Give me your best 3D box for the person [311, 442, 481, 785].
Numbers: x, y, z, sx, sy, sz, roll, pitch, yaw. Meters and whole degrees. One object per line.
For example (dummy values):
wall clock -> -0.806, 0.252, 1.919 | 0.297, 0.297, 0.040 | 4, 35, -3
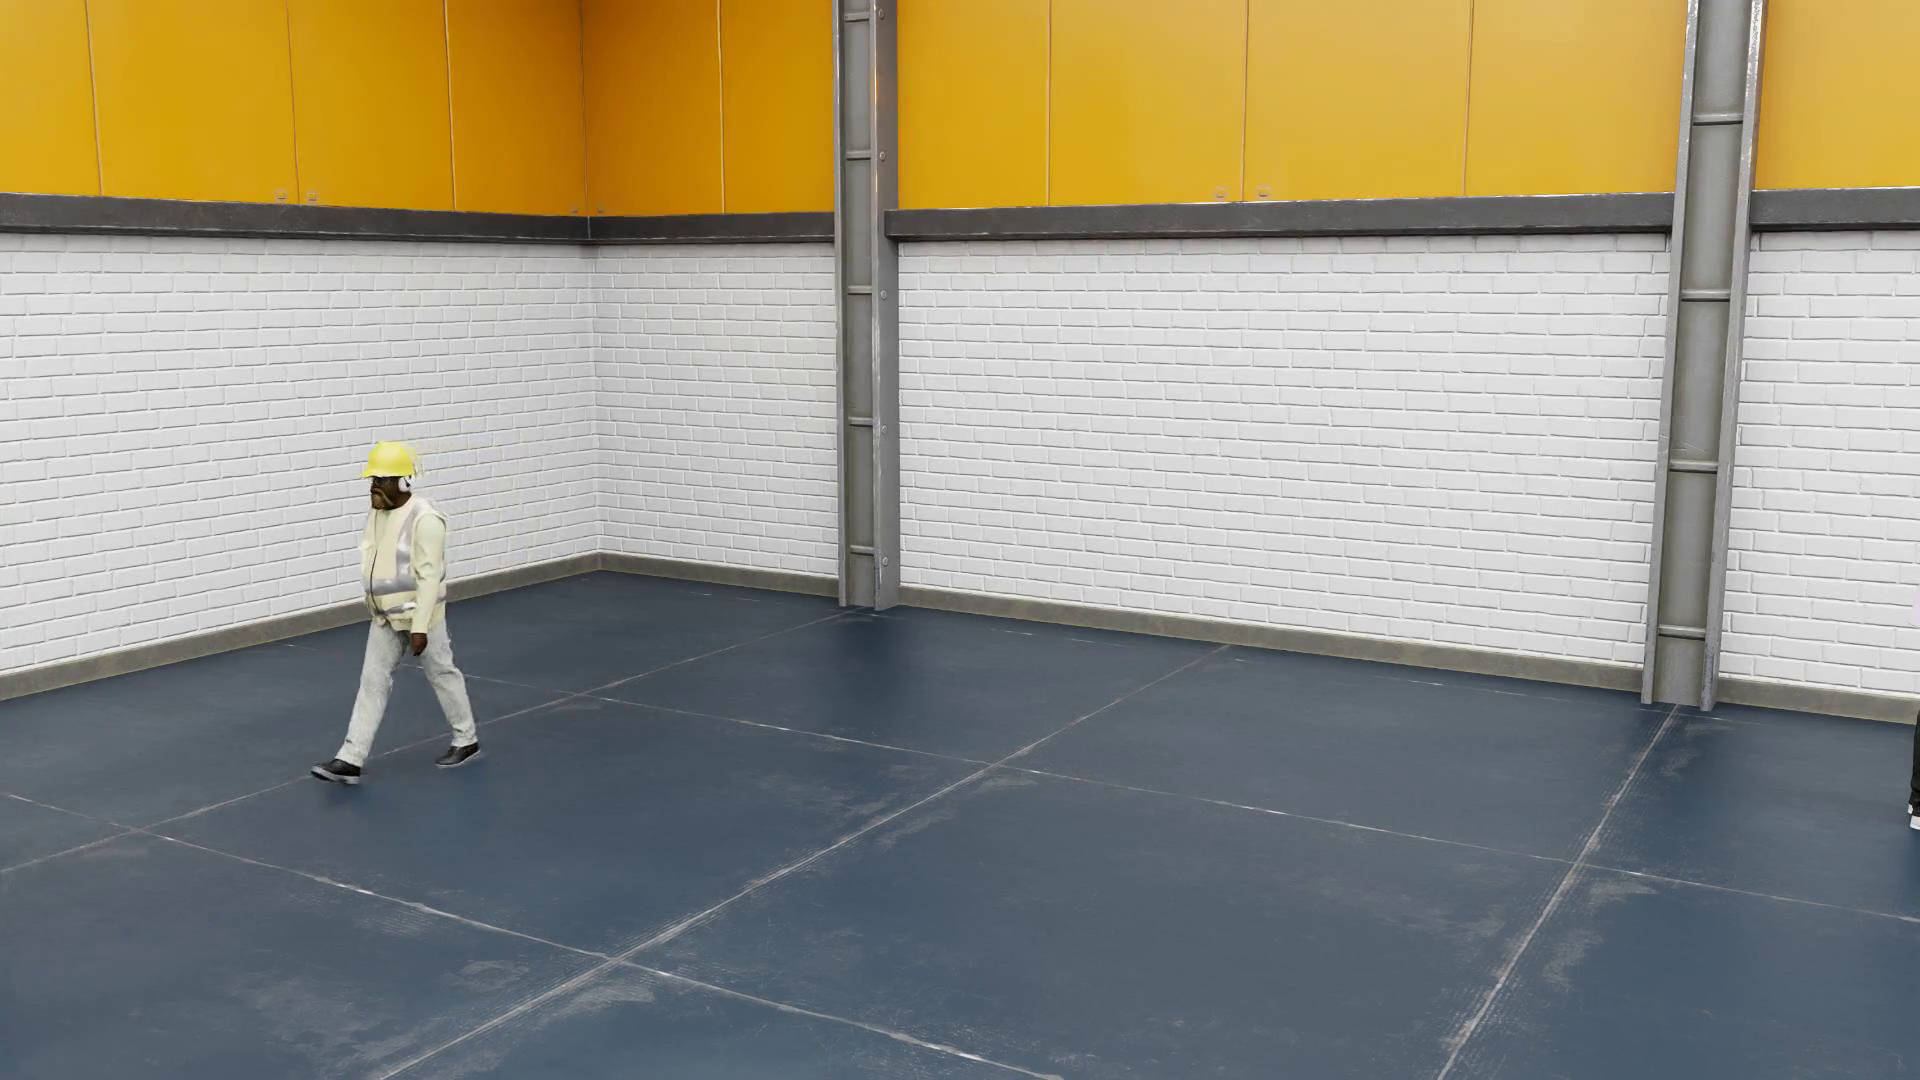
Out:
person -> -2.915, 0.382, 8.659 | 0.608, 1.781, 0.941 | 6, 11, 33

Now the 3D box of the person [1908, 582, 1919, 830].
person -> 4.718, 0.434, 7.888 | 0.392, 1.922, 0.593 | 5, 10, 30
